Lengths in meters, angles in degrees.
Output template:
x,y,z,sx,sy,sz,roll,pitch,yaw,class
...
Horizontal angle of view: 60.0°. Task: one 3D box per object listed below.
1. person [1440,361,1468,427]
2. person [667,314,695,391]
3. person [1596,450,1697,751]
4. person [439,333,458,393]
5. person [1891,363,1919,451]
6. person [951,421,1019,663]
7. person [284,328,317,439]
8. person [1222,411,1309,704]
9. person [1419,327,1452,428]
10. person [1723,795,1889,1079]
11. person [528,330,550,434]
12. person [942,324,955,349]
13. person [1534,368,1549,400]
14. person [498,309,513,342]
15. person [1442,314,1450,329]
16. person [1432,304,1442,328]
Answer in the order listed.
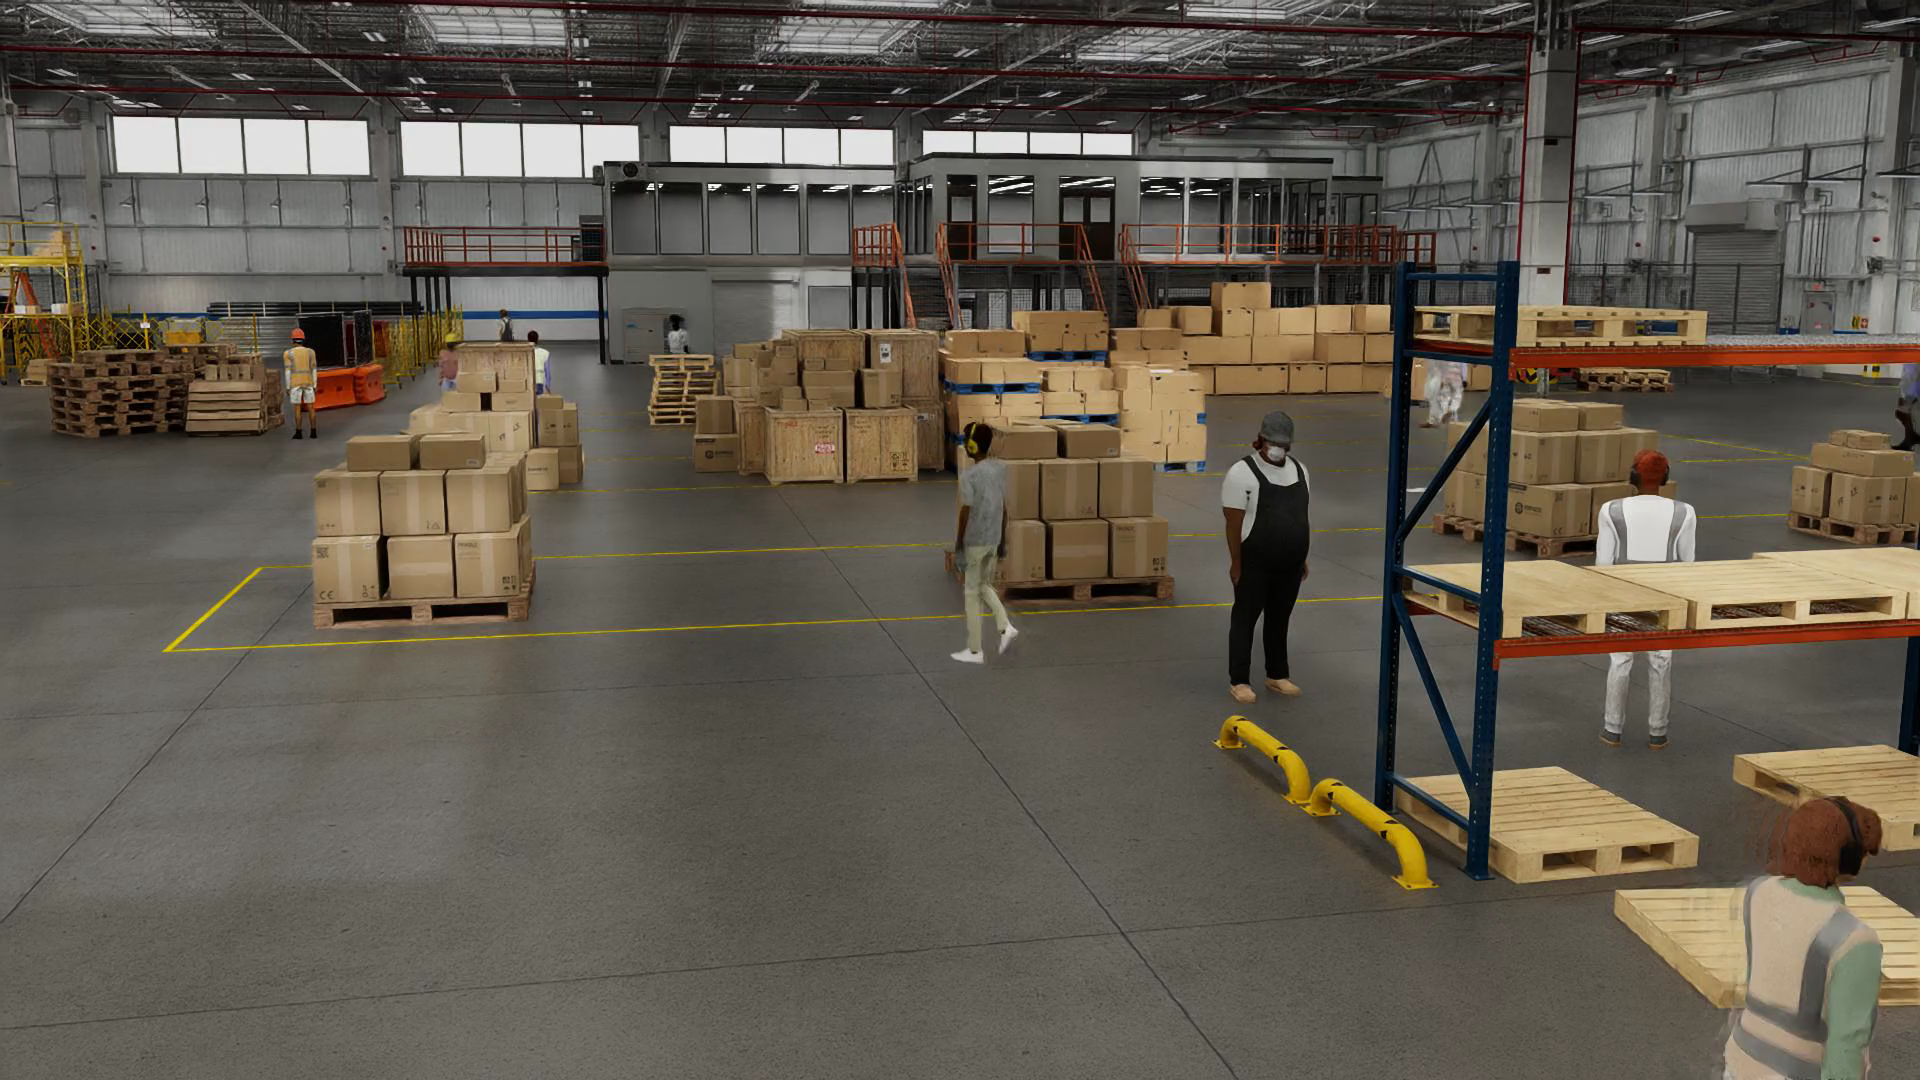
x,y,z,sx,sy,sz,roll,pitch,yaw,class
9.265,-3.029,31.287,0.454,1.828,0.649,-8,12,-41,person
-6.407,-4.199,38.051,0.625,1.950,0.698,5,11,30,person
4.252,0.376,10.363,0.579,1.884,0.352,3,10,17,person
-9.681,-3.067,31.713,0.544,1.754,0.364,1,9,5,person
15.496,-2.409,27.207,0.402,1.923,0.573,8,12,39,person
0.184,0.031,12.554,0.487,1.856,0.559,9,13,42,person
-11.534,-2.727,29.112,0.543,1.939,0.355,-7,11,-35,person
2.175,0.106,11.534,0.683,2.000,0.536,-5,10,-27,person
8.919,-3.021,30.992,0.562,1.909,0.679,-2,10,-13,person
2.323,1.473,4.529,0.889,1.587,0.534,-2,10,-13,person
-7.608,-2.795,29.686,0.595,1.891,0.821,-5,10,-26,person
-0.281,-3.694,35.427,0.971,1.810,0.562,2,9,11,person
12.954,-3.927,37.019,0.487,1.744,0.294,-8,12,-40,person
-13.199,-5.806,48.346,0.983,1.800,0.516,9,13,43,person
14.539,-5.955,49.106,0.662,1.832,0.897,7,12,37,person
14.195,-6.116,49.887,0.606,1.897,0.983,6,11,33,person
